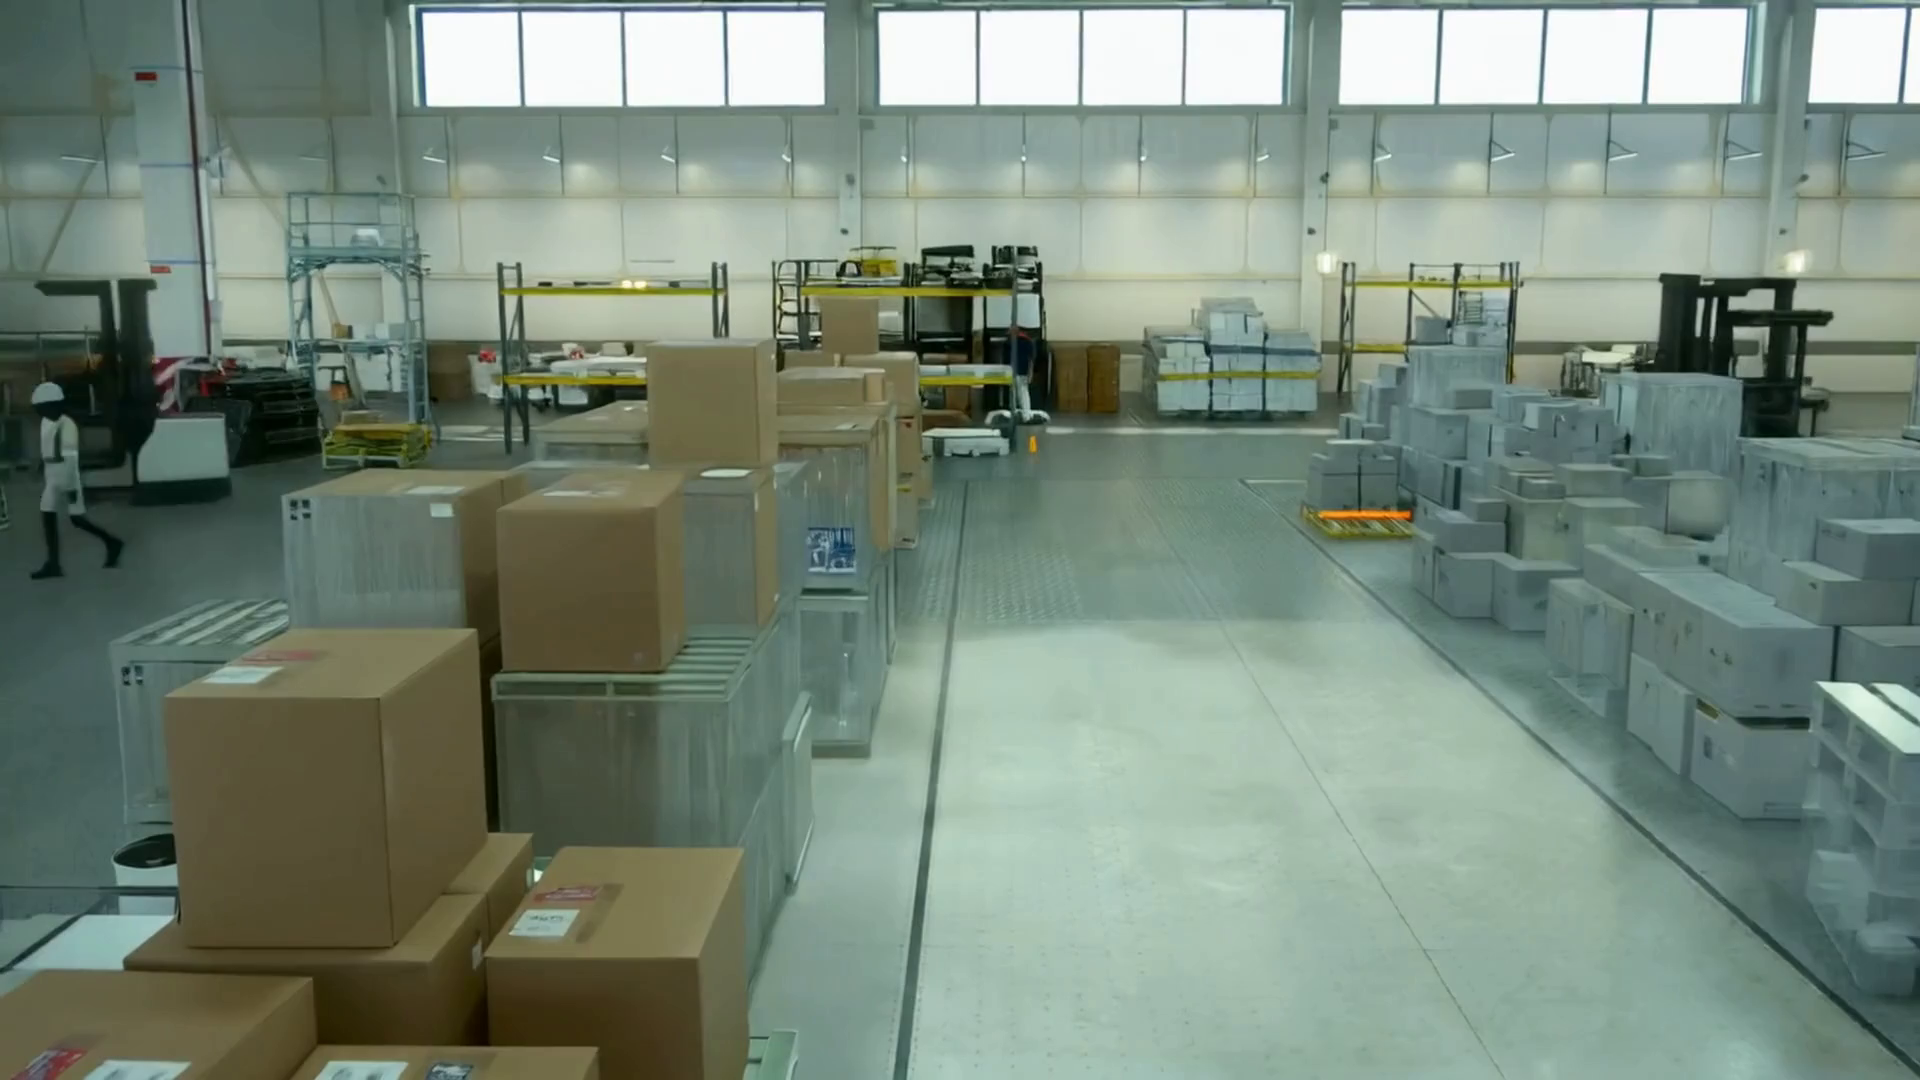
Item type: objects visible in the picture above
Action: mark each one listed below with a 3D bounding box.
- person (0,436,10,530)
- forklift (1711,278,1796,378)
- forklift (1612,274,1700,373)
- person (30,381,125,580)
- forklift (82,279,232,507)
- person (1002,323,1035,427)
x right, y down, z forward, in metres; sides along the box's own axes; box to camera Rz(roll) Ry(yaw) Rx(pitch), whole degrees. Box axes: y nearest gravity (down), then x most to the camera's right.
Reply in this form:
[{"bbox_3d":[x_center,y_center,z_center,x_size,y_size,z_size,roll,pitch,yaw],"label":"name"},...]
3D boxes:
[{"bbox_3d":[-10.958,-1.006,18.661,0.339,1.879,0.576,-2,10,-9],"label":"person"},{"bbox_3d":[10.340,-2.041,21.861,1.129,2.768,1.873,0,9,0],"label":"forklift"},{"bbox_3d":[12.558,-3.276,29.257,1.873,2.768,1.129,0,9,1],"label":"forklift"},{"bbox_3d":[-8.637,-0.599,16.159,0.551,1.911,0.848,6,11,32],"label":"person"},{"bbox_3d":[-10.307,-1.890,20.959,1.873,2.768,1.129,-4,10,-25],"label":"forklift"},{"bbox_3d":[1.070,-3.040,30.701,0.635,1.931,0.376,-4,10,-22],"label":"person"}]
